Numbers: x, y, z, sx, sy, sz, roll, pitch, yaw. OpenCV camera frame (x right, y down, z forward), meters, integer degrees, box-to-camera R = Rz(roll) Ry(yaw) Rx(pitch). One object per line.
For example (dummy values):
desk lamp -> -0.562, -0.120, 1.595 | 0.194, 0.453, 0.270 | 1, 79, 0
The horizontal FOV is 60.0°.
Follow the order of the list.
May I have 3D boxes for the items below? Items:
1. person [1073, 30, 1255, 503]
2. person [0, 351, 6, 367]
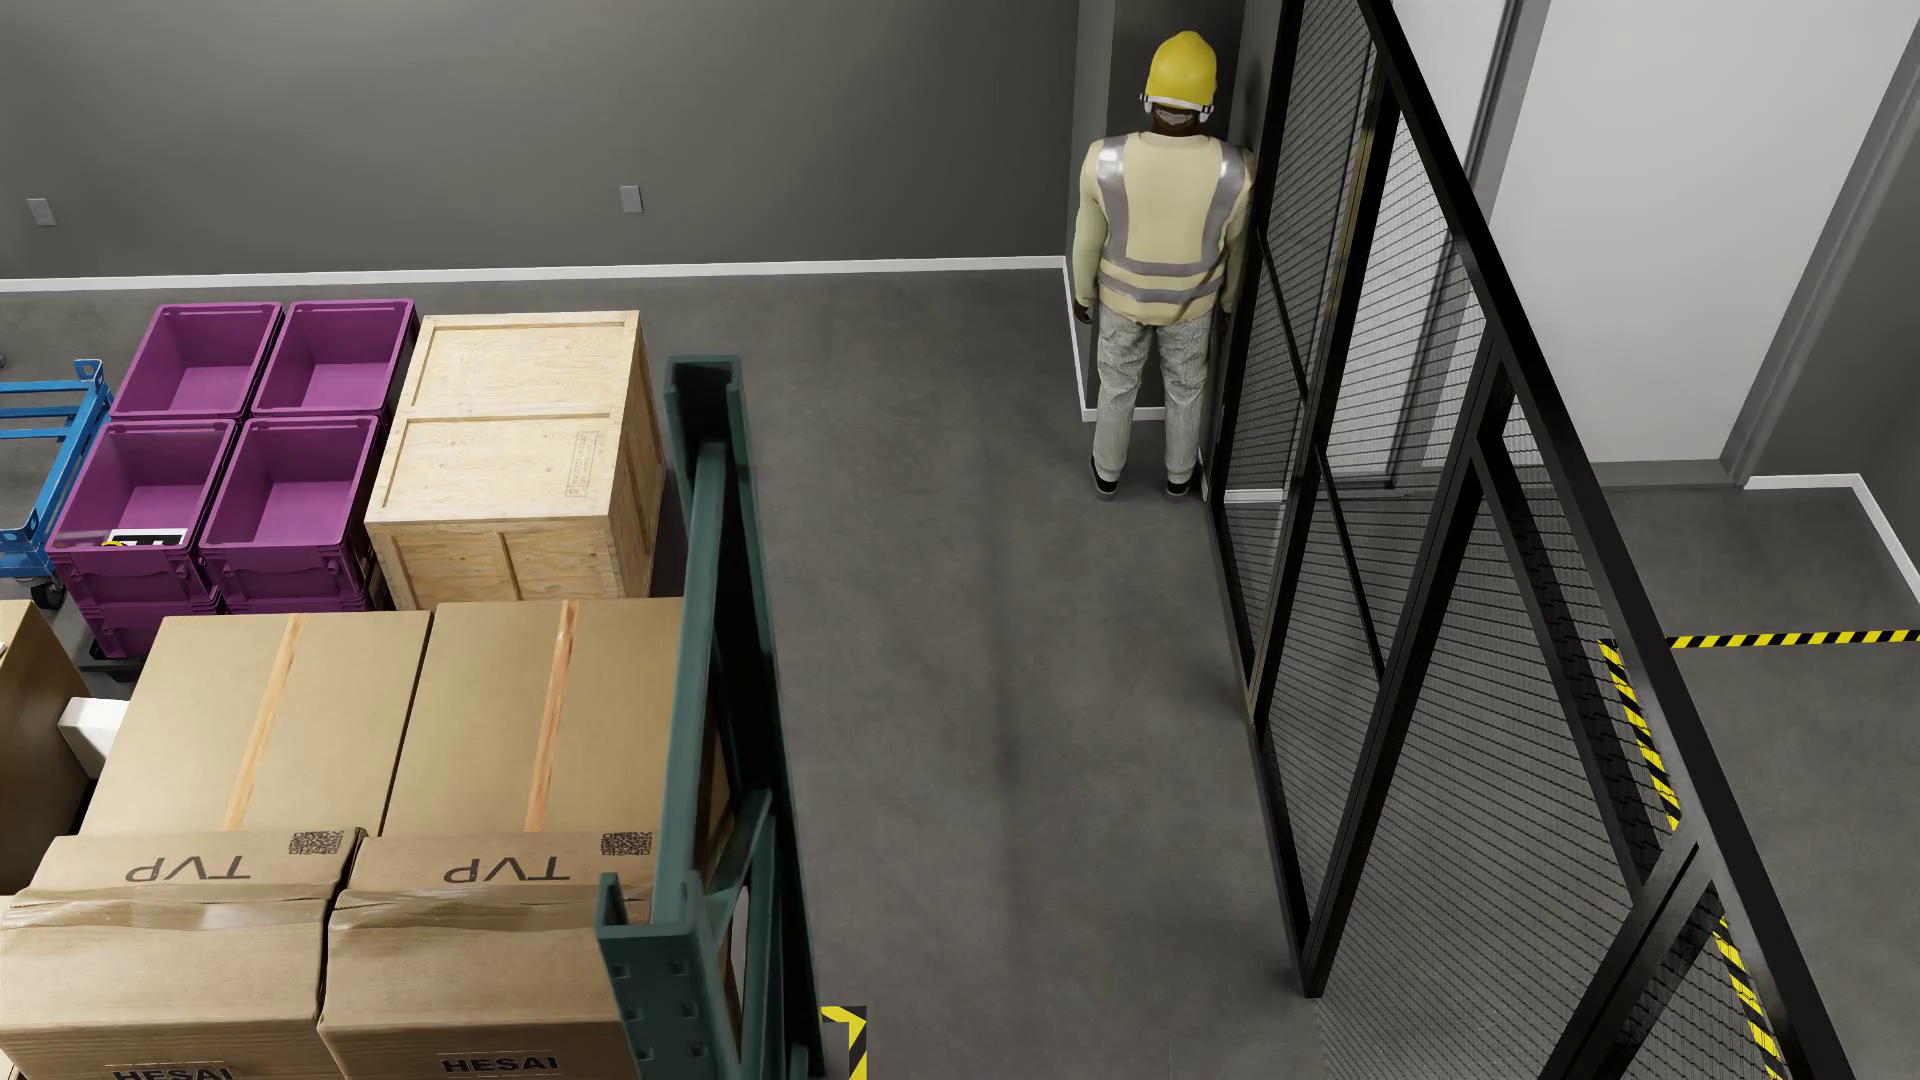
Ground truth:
person -> 0.678, -0.867, 5.656 | 0.599, 1.830, 0.404 | 4, 46, 4
person -> -4.023, -1.273, 5.972 | 0.354, 1.937, 0.635 | -3, 46, -3
